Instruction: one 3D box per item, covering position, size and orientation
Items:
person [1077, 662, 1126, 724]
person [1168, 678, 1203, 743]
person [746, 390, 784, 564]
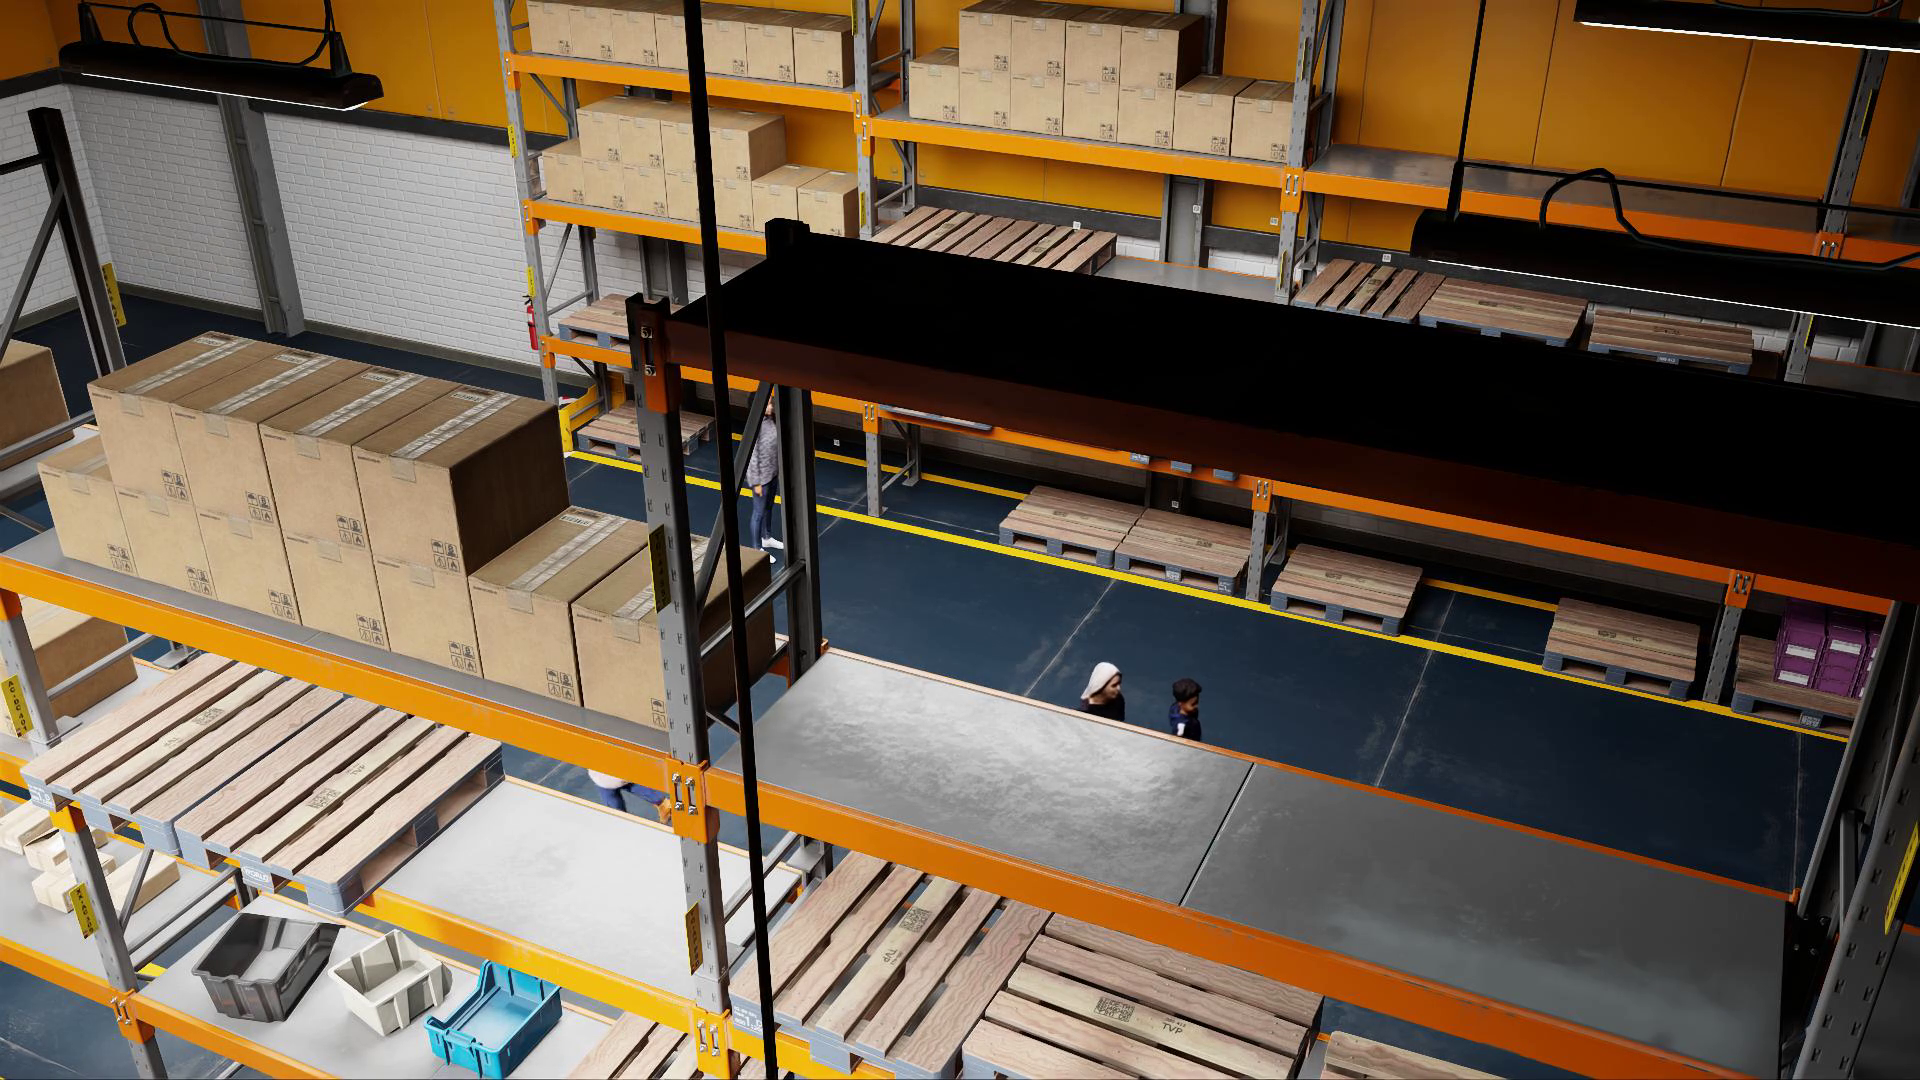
[{"bbox_3d":[0.922,1.593,11.902,0.884,1.714,1.146,-22,35,-34],"label":"person"},{"bbox_3d":[1.628,1.558,12.492,0.735,1.211,0.543,15,32,25],"label":"person"},{"bbox_3d":[-1.893,-0.643,15.984,0.548,1.732,0.631,9,30,16],"label":"person"}]
